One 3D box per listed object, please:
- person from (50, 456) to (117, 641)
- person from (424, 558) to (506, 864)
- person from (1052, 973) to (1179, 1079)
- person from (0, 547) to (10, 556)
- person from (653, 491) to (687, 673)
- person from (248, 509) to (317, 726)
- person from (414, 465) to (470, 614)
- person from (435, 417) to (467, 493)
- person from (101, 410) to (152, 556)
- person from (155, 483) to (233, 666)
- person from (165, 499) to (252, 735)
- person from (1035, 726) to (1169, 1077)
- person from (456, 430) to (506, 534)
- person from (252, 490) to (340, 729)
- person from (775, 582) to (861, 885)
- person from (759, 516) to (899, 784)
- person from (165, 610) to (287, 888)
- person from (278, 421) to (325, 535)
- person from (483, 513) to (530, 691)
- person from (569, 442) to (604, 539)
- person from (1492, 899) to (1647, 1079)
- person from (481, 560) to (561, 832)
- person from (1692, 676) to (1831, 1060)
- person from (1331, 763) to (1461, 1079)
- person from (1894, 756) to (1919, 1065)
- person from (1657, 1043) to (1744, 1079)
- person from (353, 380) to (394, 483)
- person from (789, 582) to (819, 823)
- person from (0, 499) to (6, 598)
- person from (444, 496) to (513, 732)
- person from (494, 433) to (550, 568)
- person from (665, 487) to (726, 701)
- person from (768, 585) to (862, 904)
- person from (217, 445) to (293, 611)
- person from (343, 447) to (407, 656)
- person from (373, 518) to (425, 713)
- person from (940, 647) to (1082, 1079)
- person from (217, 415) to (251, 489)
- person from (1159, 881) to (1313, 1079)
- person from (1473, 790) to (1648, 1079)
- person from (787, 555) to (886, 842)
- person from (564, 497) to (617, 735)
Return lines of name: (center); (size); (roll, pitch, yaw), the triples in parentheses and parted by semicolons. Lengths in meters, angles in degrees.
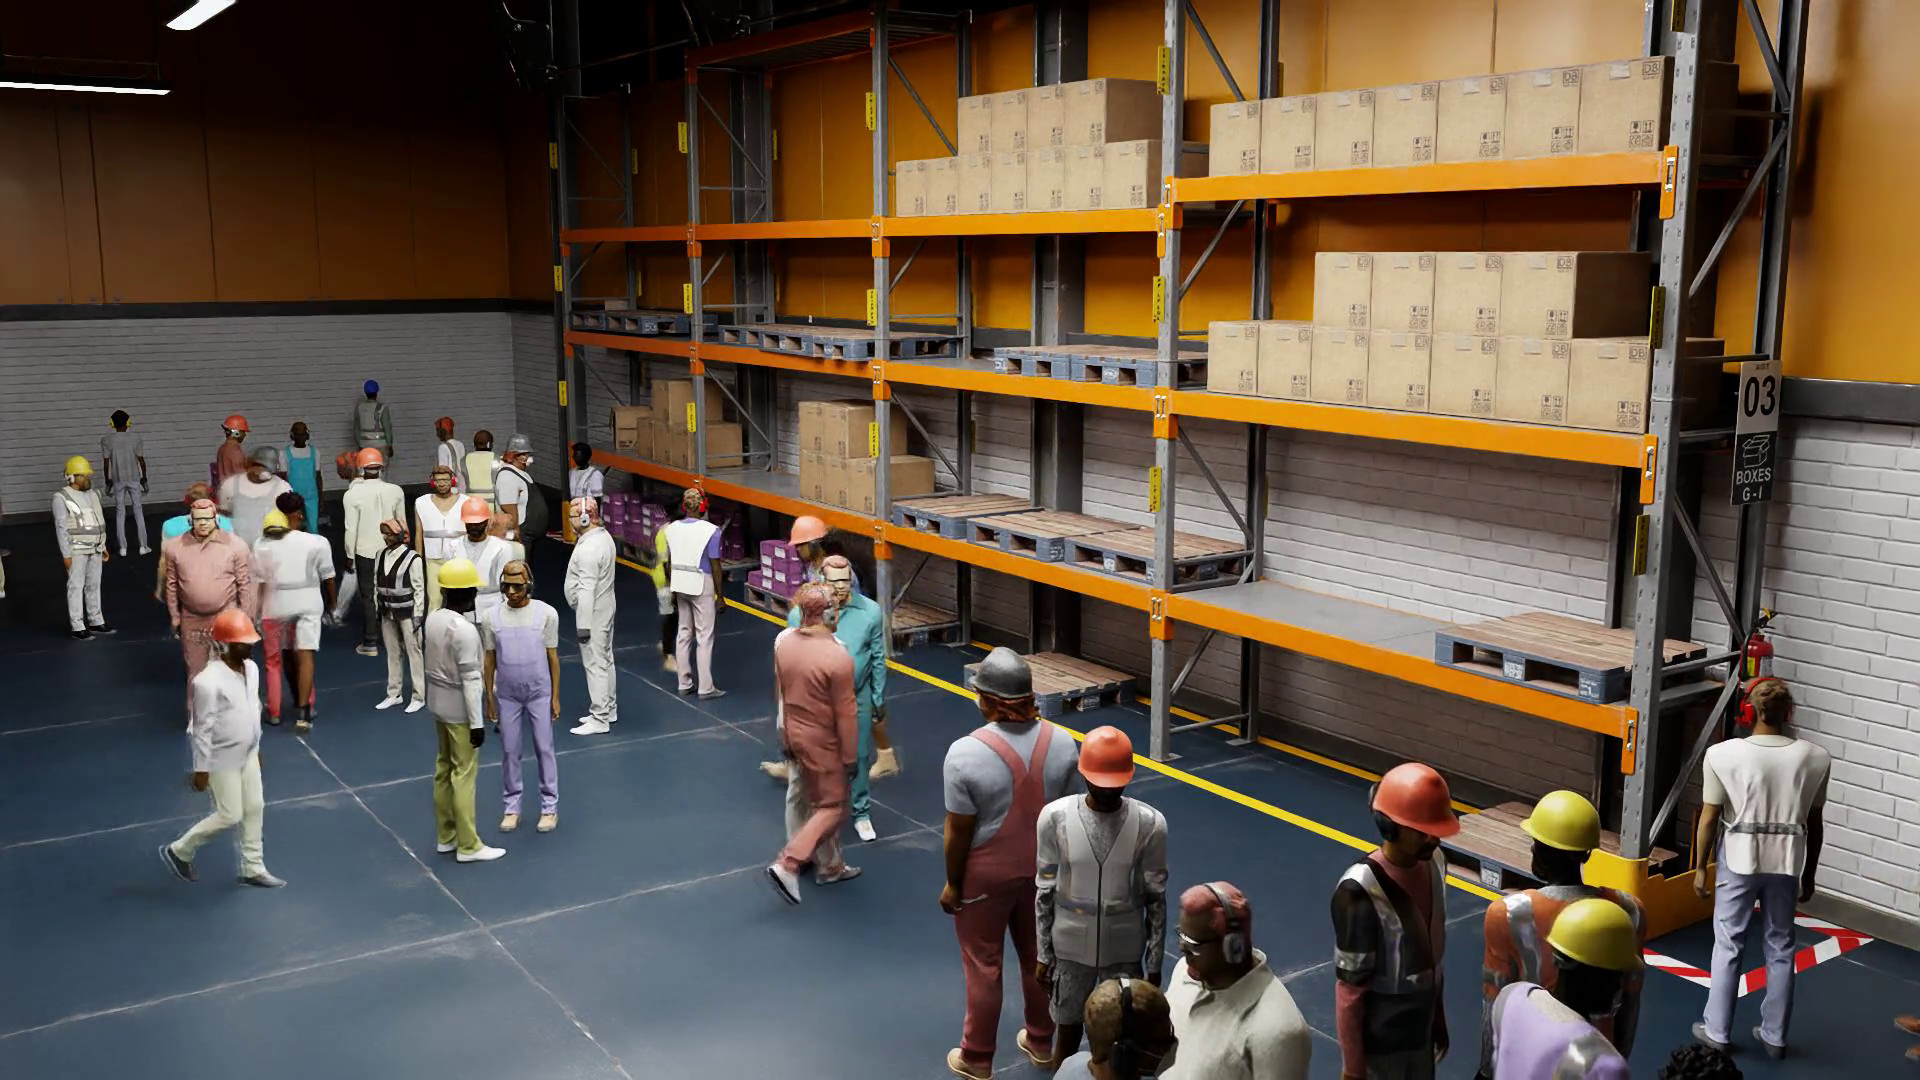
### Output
person: (-8.726, 0.077, 16.577); (0.403, 1.833, 0.591); (2, 10, 12)
person: (-3.153, 1.066, 10.491); (0.386, 1.927, 0.589); (-8, 13, -40)
person: (0.397, 2.087, 4.469); (0.366, 1.938, 0.630); (-2, 10, -10)
person: (-12.417, -0.761, 21.016); (0.611, 1.996, 0.379); (2, 10, 11)
person: (-2.608, 0.386, 15.209); (0.367, 1.687, 0.542); (4, 10, 20)
person: (-5.512, 0.629, 13.533); (0.533, 1.767, 0.312); (-5, 11, -26)
person: (-4.884, 0.196, 15.829); (0.563, 1.848, 0.389); (-3, 10, -17)
person: (-6.135, -0.556, 20.171); (0.391, 1.877, 0.603); (1, 10, 8)
person: (-10.628, -0.727, 21.209); (0.507, 1.865, 0.329); (-4, 10, -21)
person: (-6.739, 0.409, 14.689); (0.644, 1.821, 0.513); (-6, 11, -31)
person: (-5.976, 0.613, 13.258); (0.642, 1.901, 0.395); (-2, 10, -13)
person: (0.581, 1.691, 6.852); (0.548, 1.926, 0.387); (1, 10, 5)
person: (-5.401, -0.337, 19.001); (0.621, 1.838, 0.429); (0, 10, 2)
person: (-5.405, 0.555, 13.545); (0.623, 1.918, 1.013); (-2, 10, -14)
person: (-0.900, 1.173, 10.118); (0.565, 1.841, 0.396); (8, 13, 41)
person: (-0.938, 0.802, 11.936); (1.071, 1.955, 0.620); (-3, 10, -16)
person: (-4.404, 1.262, 9.910); (0.590, 1.732, 0.573); (1, 10, 7)
person: (-7.872, -0.499, 19.918); (0.508, 1.847, 0.345); (-7, 12, -35)
person: (-3.947, 0.561, 14.408); (0.794, 1.588, 0.521); (8, 12, 39)
person: (-4.304, -0.289, 19.147); (0.530, 1.690, 0.318); (7, 12, 36)
person: (1.827, 2.003, 5.049); (0.399, 1.913, 0.590); (-2, 10, -14)
person: (-2.887, 1.030, 10.990); (0.501, 1.839, 0.341); (-1, 10, -5)
person: (3.780, 1.561, 7.864); (0.561, 1.836, 0.388); (1, 10, 7)
person: (1.590, 1.780, 6.024); (0.612, 2.029, 0.407); (-9, 13, -43)
person: (4.665, 1.523, 7.848); (0.392, 1.925, 0.673); (4, 10, 20)
person: (1.997, 2.196, 4.539); (0.529, 1.695, 0.321); (-1, 10, -6)
person: (-8.850, -1.442, 25.144); (0.614, 1.950, 0.375); (2, 10, 14)
person: (-1.016, 1.087, 11.258); (0.269, 1.630, 0.496); (-3, 10, -18)
person: (-10.854, -0.141, 18.437); (0.509, 1.632, 0.267); (2, 10, 14)
person: (-3.821, 0.601, 13.248); (0.543, 1.929, 0.397); (0, 10, 0)
person: (-4.439, -0.083, 16.907); (0.535, 2.000, 0.681); (-1, 10, -5)
person: (-2.284, 0.465, 14.291); (0.563, 1.837, 0.394); (6, 11, 31)
person: (-0.861, 1.207, 9.842); (0.709, 1.883, 0.651); (-8, 12, -39)
person: (-6.954, 0.031, 16.236); (0.860, 2.000, 0.537); (-2, 10, -10)
person: (-5.590, 0.109, 15.911); (0.622, 1.993, 0.382); (-10, 14, -44)
person: (-4.690, 0.626, 13.920); (0.511, 1.640, 0.308); (4, 11, 24)
person: (0.184, 1.485, 7.703); (0.689, 2.000, 0.539); (-5, 11, -28)
person: (-8.350, -0.454, 19.244); (0.388, 1.987, 0.608); (-9, 13, -43)
person: (0.806, 1.983, 5.220); (0.400, 1.896, 0.653); (-4, 11, -23)
person: (2.133, 1.835, 5.970); (0.588, 1.930, 0.362); (-1, 10, -6)
person: (-0.786, 1.033, 10.779); (0.647, 1.900, 0.400); (-3, 10, -15)
person: (-2.958, 0.600, 13.320); (0.399, 1.900, 0.644); (0, 10, 0)
